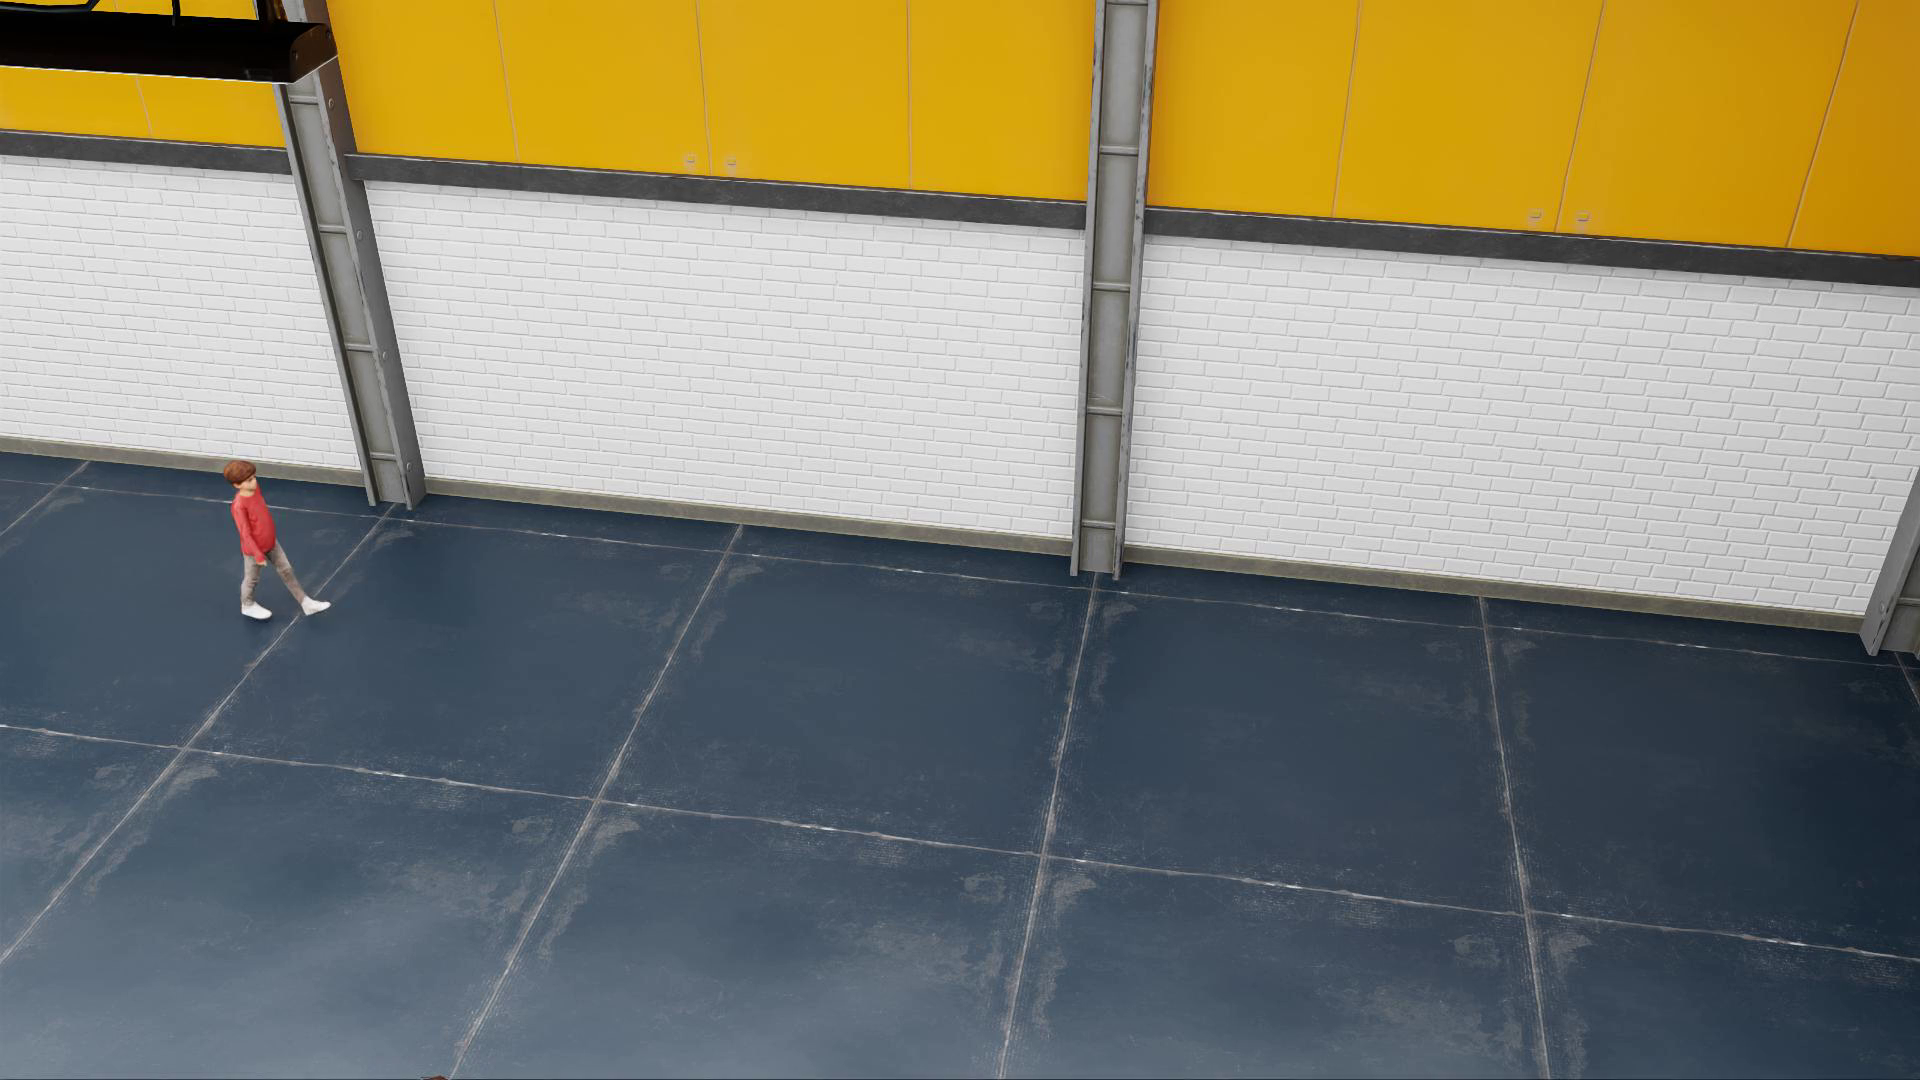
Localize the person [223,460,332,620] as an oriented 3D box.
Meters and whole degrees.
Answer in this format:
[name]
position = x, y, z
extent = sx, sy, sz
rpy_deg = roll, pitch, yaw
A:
[person]
position = -5.302, 0.026, 12.414
extent = 0.913, 1.381, 0.528
rpy_deg = 6, 34, 9
